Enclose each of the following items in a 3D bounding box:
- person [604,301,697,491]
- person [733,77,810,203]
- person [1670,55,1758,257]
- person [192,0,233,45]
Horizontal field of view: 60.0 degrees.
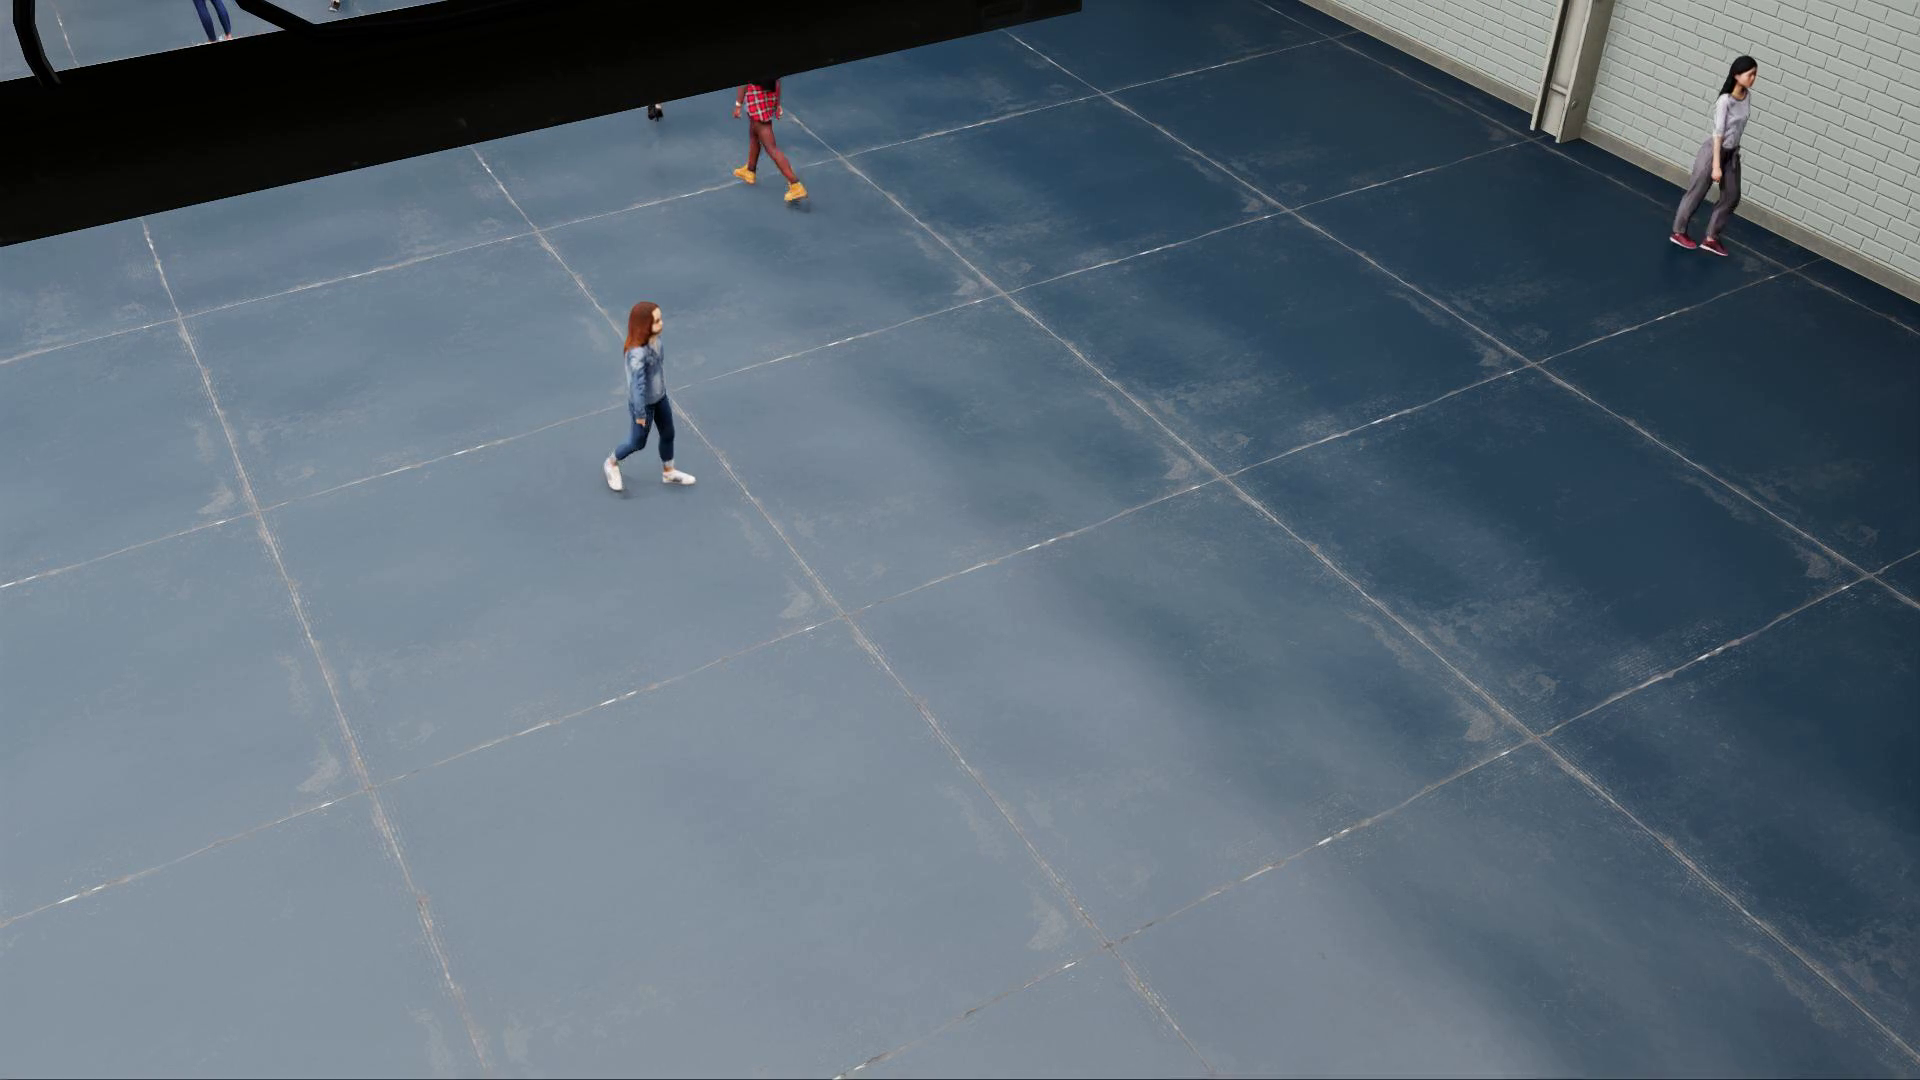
[{"bbox_3d":[-2.180,-0.962,11.239,0.946,1.447,0.894,10,39,12],"label":"person"},{"bbox_3d":[-1.682,-3.779,14.646,1.266,1.686,0.982,22,43,25],"label":"person"},{"bbox_3d":[6.257,-3.231,13.920,0.608,1.716,0.737,-20,42,-24],"label":"person"},{"bbox_3d":[-7.999,-5.991,17.403,0.681,1.773,0.673,20,42,24],"label":"person"}]
